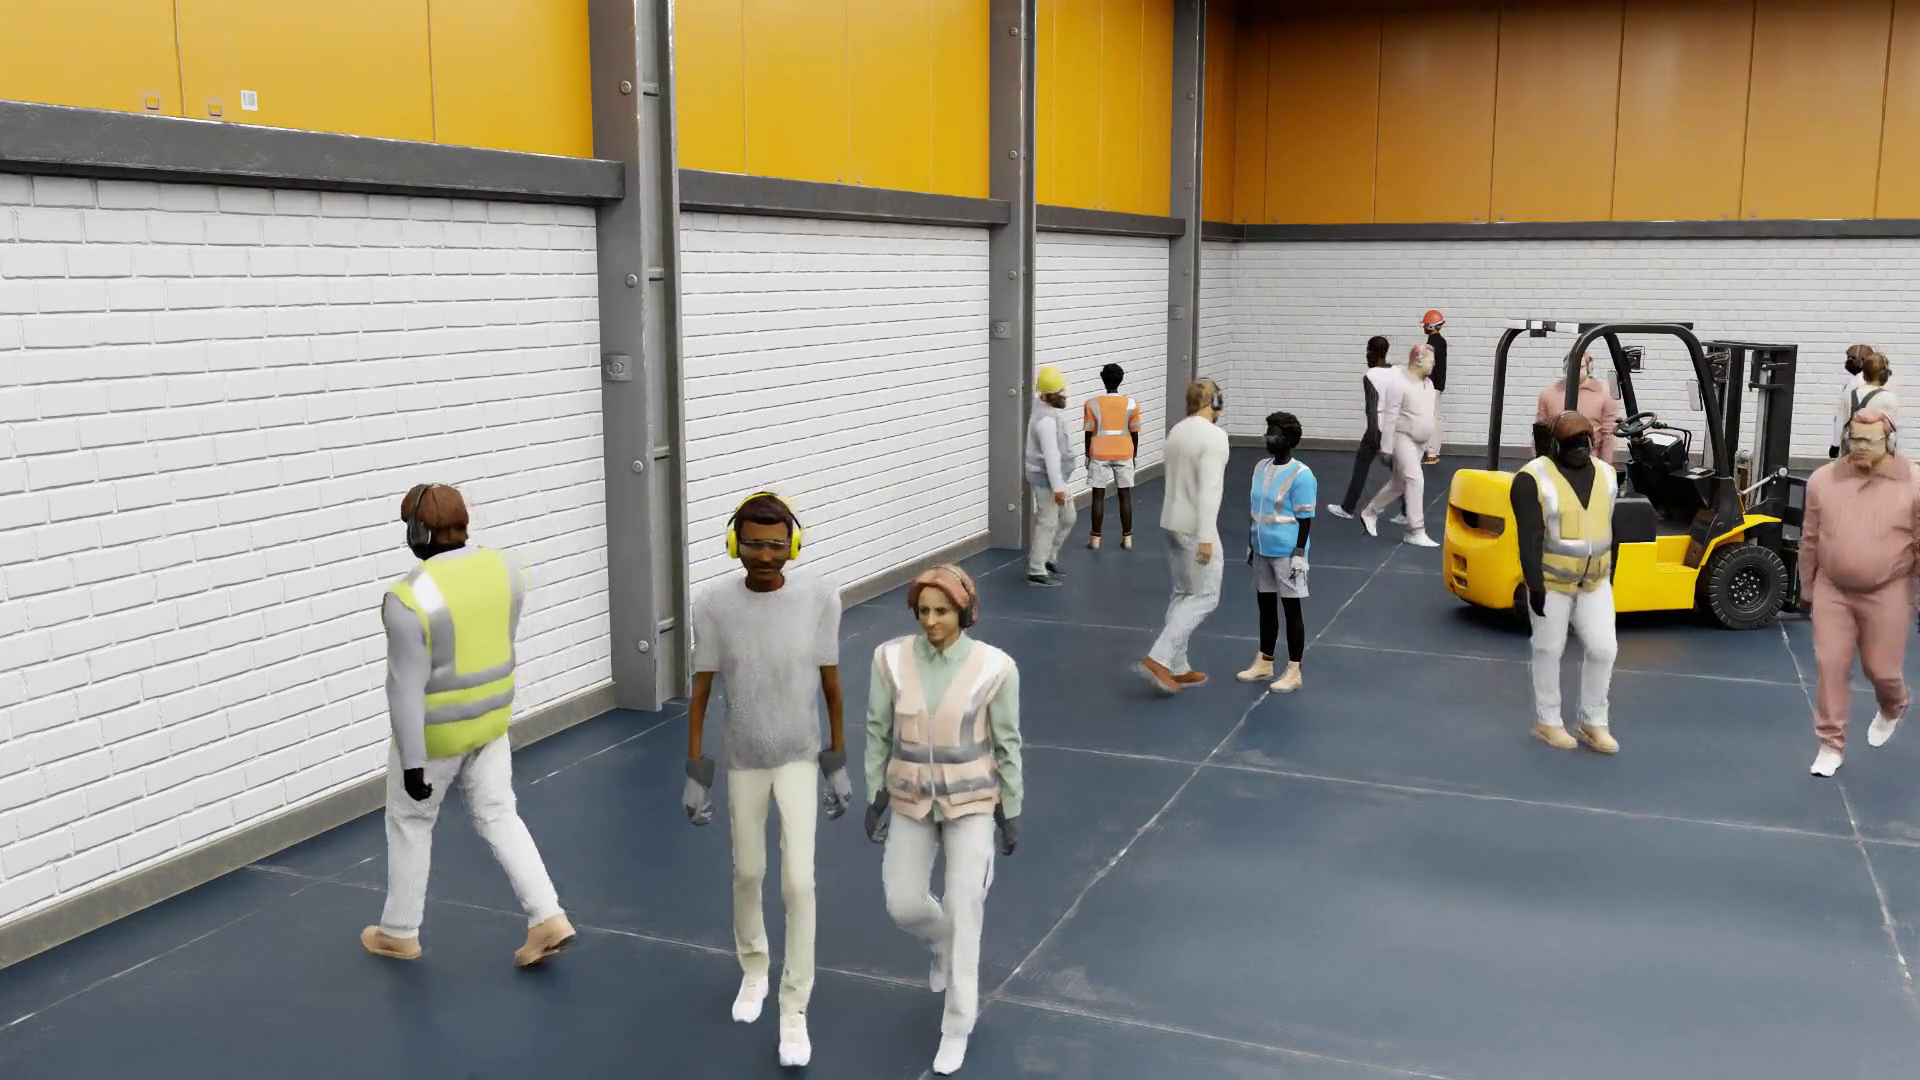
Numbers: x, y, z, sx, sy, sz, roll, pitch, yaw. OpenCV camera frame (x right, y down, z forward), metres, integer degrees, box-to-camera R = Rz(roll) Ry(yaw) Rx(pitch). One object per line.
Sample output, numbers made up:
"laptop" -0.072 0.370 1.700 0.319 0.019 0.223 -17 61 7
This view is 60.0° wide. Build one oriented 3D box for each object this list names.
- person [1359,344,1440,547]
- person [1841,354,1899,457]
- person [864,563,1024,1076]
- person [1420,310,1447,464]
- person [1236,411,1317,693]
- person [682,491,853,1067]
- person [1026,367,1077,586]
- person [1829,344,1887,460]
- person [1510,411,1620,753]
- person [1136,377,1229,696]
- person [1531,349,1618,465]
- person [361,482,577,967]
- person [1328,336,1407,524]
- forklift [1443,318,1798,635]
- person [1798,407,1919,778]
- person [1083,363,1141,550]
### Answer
"person" 4.112 -0.902 15.499 0.654 1.868 0.921 -9 13 -44
"person" 7.651 -0.659 14.081 0.723 1.828 0.529 -3 10 -18
"person" -0.043 0.865 5.445 0.529 1.620 0.559 3 10 16
"person" 6.119 -1.983 21.597 0.376 1.995 0.612 5 11 28
"person" 1.924 0.066 10.073 0.318 1.699 0.535 -5 11 -29
"person" -0.632 0.763 5.417 0.551 1.839 0.791 0 9 -1
"person" 0.727 -0.491 13.218 0.410 1.783 0.683 2 10 10
"person" 8.438 -0.952 15.859 0.657 1.821 0.661 9 13 44
"person" 3.204 0.234 8.709 0.643 1.814 0.600 -2 10 -10
"person" 1.332 -0.023 10.029 0.661 1.895 0.684 -3 10 -20
"person" 5.040 -0.632 13.721 0.650 1.897 0.496 6 11 31
"person" -1.818 0.680 6.034 0.865 1.805 0.628 6 11 31
"person" 4.212 -1.105 16.673 0.598 1.867 0.994 -7 12 -36
"forklift" 4.706 -0.497 11.990 2.313 2.155 1.214 -2 10 -10
"person" 4.622 0.246 8.446 0.667 1.875 0.720 9 13 43
"person" 1.370 -0.751 15.062 0.530 1.690 0.321 -1 9 -4
